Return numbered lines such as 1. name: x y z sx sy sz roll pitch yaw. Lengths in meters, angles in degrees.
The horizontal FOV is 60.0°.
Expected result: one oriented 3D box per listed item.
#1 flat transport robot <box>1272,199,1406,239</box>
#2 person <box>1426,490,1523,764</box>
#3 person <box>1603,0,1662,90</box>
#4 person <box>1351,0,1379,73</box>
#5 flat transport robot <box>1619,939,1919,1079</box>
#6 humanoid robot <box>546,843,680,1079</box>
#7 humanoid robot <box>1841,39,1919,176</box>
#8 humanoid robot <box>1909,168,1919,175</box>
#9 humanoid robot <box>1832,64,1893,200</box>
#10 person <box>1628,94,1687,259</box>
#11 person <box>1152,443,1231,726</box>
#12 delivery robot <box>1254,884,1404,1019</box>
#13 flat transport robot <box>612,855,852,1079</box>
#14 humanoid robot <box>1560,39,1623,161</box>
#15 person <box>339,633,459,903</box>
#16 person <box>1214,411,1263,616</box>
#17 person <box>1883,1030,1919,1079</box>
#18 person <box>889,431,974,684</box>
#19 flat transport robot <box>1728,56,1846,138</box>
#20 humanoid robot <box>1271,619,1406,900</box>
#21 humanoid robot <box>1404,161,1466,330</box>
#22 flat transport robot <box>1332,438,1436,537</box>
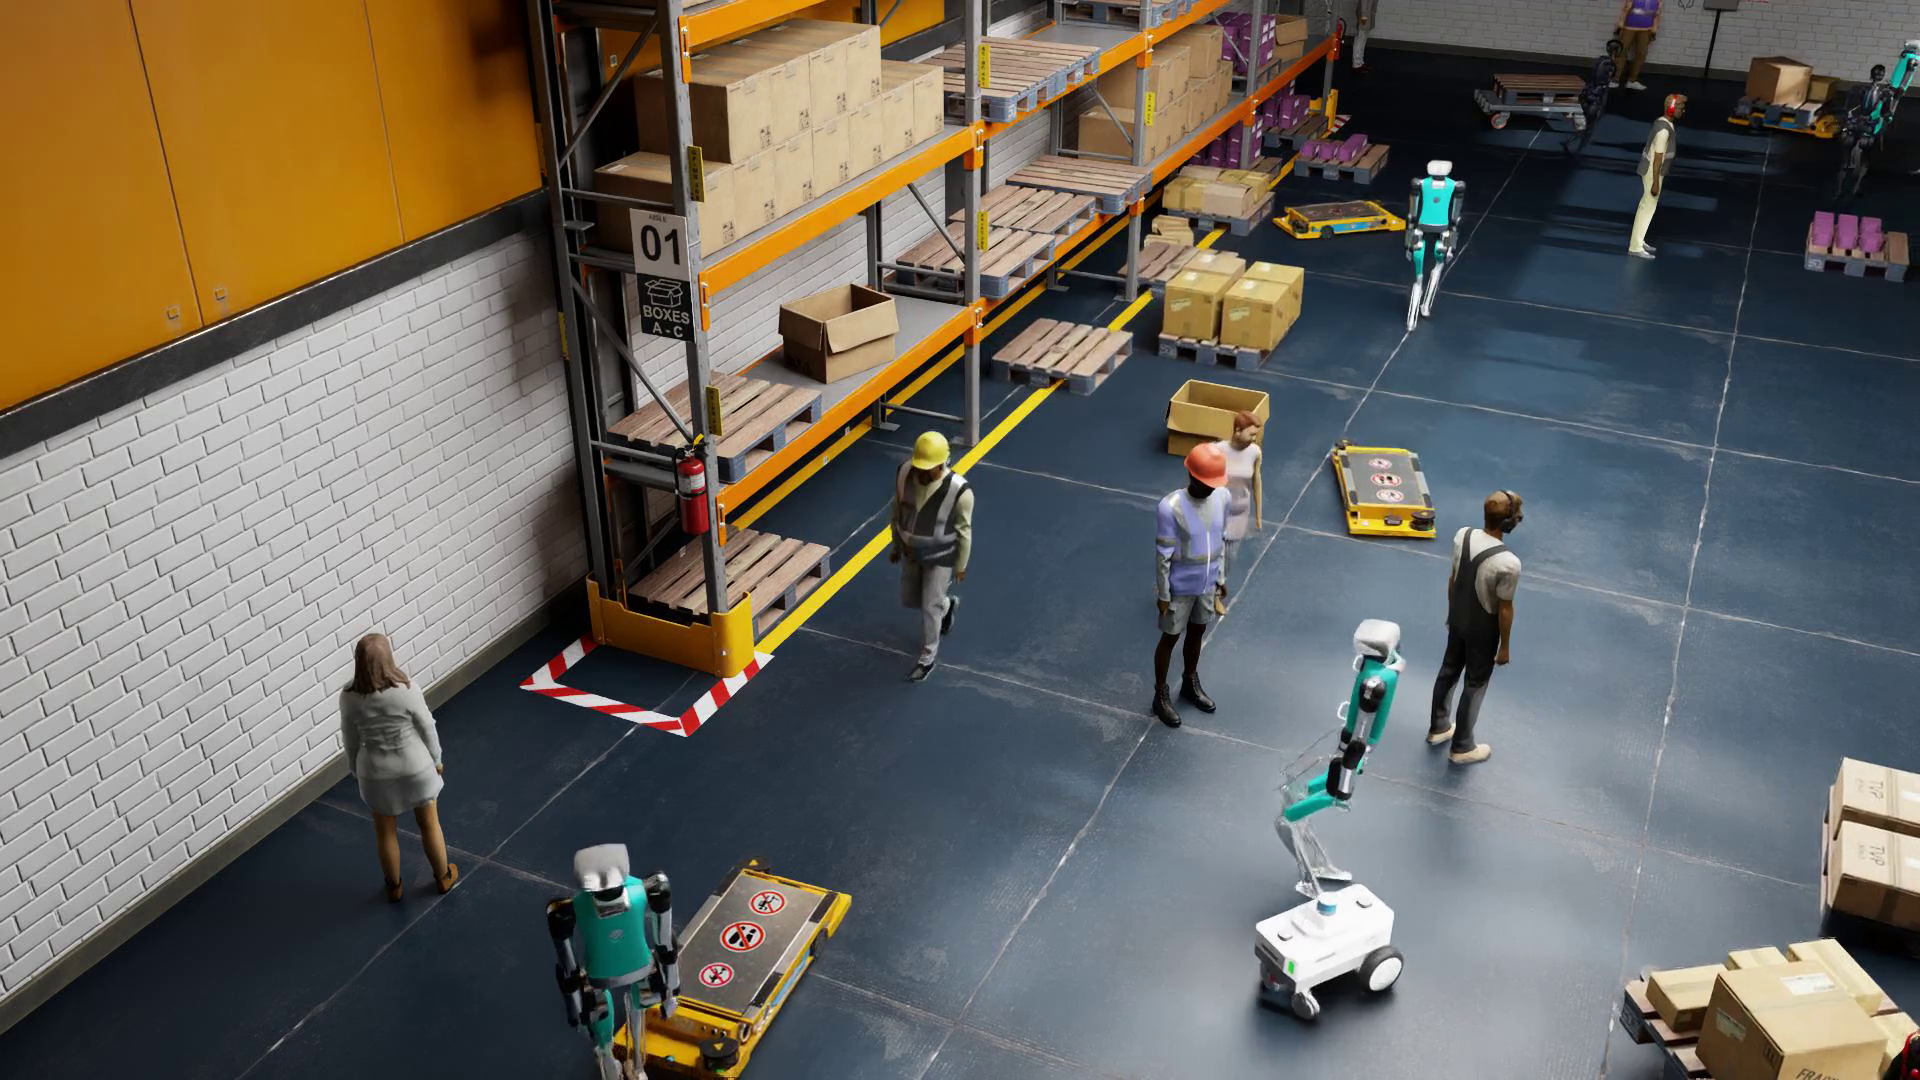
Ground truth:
1. flat transport robot: 4.519 -3.816 19.803 1.431 0.231 0.659 -8 29 -14
2. person: 3.145 0.533 10.094 0.361 1.836 0.509 -14 31 -23
3. person: 10.393 -7.911 25.699 0.720 1.889 0.420 0 28 1
4. person: 6.578 -8.505 26.853 0.365 1.833 0.501 14 31 24
5. flat transport robot: 3.878 2.570 7.962 0.659 0.231 1.431 -5 29 -9
6. humanoid robot: -1.581 1.969 7.577 0.540 1.775 0.874 -11 30 -19
7. humanoid robot: 11.850 -5.556 21.609 0.789 1.879 0.534 8 29 14
8. humanoid robot: 12.904 -5.553 21.468 0.790 1.763 0.567 2 28 4
9. humanoid robot: 11.172 -5.064 20.641 0.602 1.644 0.482 22 35 34
10. person: 7.785 -4.091 18.664 0.379 1.836 0.561 11 30 19
11. person: 1.473 0.268 10.486 0.541 1.928 0.366 -16 32 -27
12. delivery robot: 1.901 2.080 8.580 0.775 0.604 0.525 -14 31 -25
13. flat transport robot: -1.155 2.200 8.649 0.659 0.231 1.431 10 30 19
14. humanoid robot: 8.371 -5.837 22.080 0.517 1.623 0.631 1 28 2
15. person: -3.043 1.225 8.988 0.493 1.659 0.336 -6 29 -12
16. person: 1.854 -0.186 11.628 0.467 1.626 0.412 -6 29 -10
17. person: 3.503 2.626 6.195 0.534 1.843 0.765 -6 29 -11
18. person: -0.166 0.046 11.023 0.591 1.807 0.642 18 33 29
19. flat transport robot: 11.903 -6.044 23.935 1.431 0.231 0.659 22 35 35
20. humanoid robot: 1.959 1.185 8.955 0.681 1.769 0.530 12 30 21
21. humanoid robot: 4.738 -3.002 16.761 0.536 1.771 0.900 7 29 13
22. flat transport robot: 3.434 -0.430 13.525 0.659 0.231 1.431 3 28 5
